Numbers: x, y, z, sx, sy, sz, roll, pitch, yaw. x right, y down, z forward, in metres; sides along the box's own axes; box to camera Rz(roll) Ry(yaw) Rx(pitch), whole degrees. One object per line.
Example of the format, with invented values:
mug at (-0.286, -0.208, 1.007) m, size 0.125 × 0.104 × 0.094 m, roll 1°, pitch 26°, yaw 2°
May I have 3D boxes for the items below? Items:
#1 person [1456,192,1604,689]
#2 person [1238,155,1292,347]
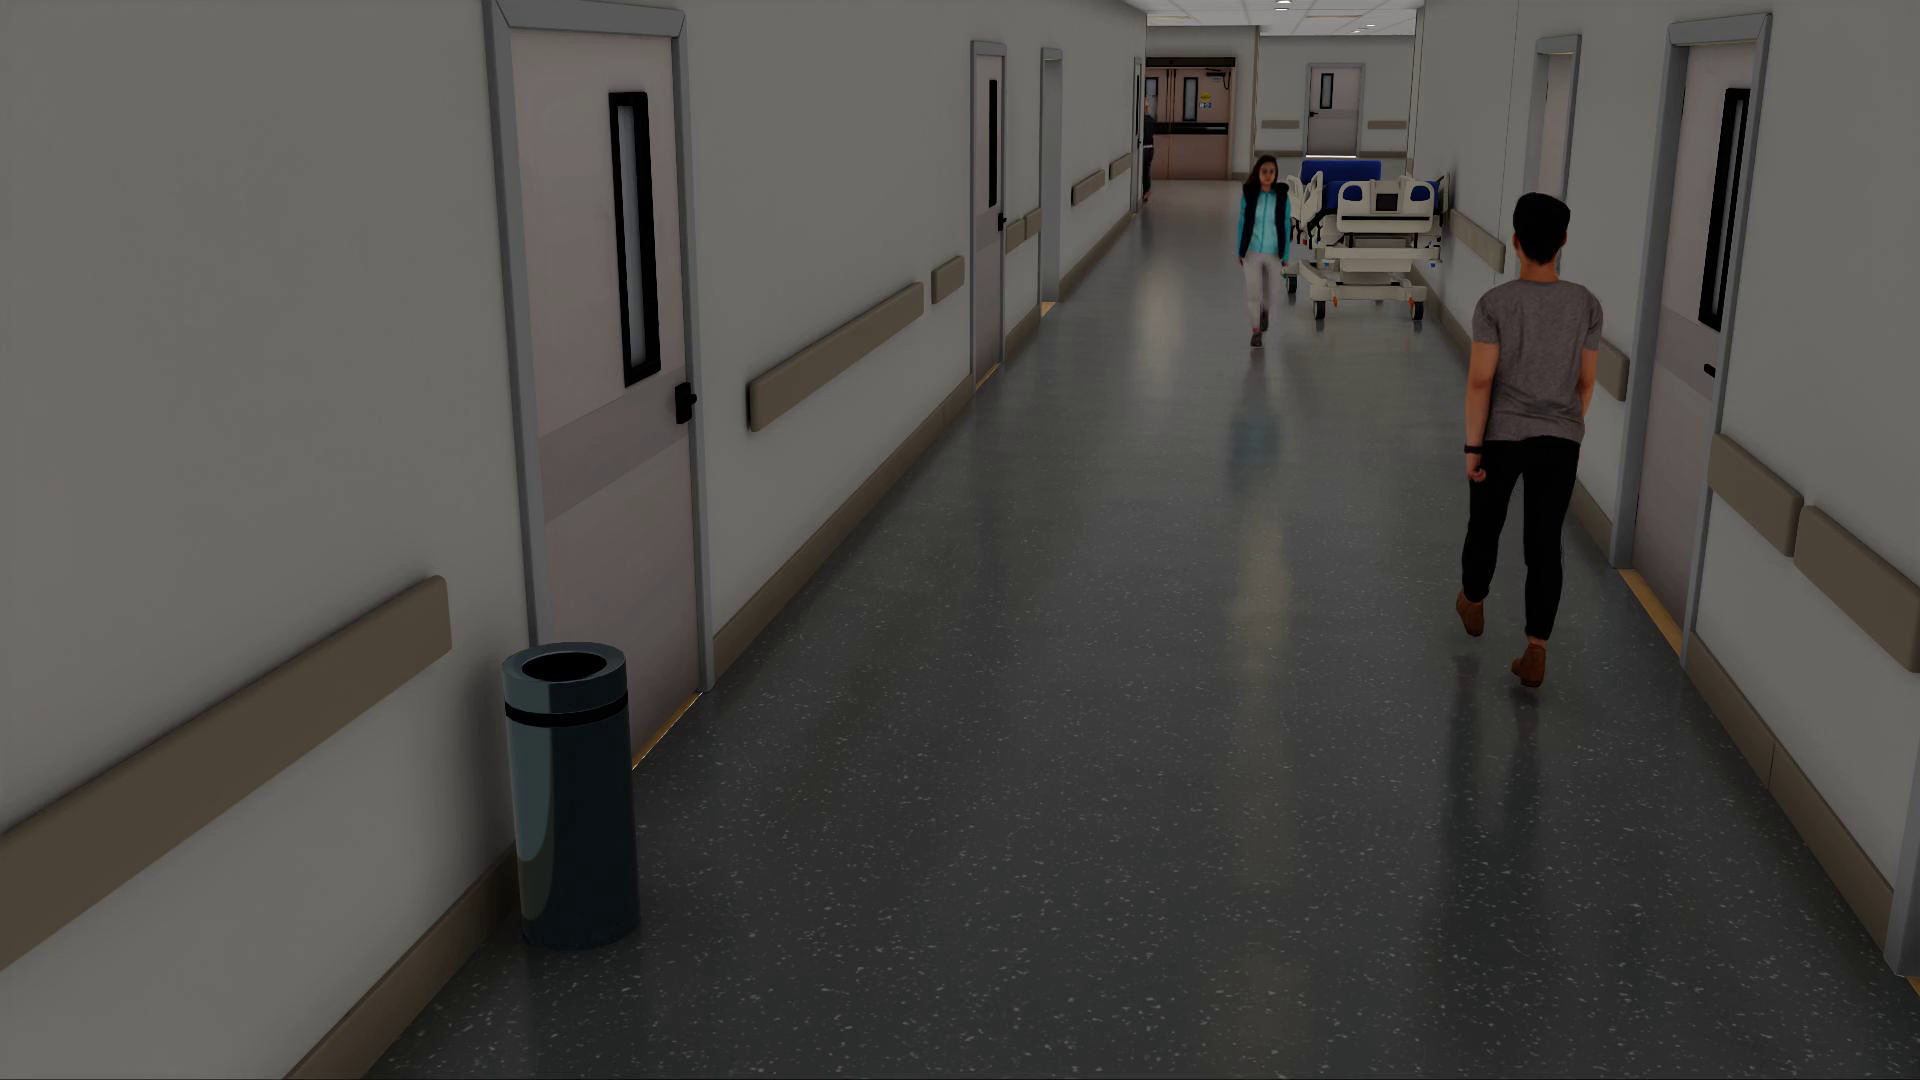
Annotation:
person at (1.994, -0.315, 5.818) m, size 1.002 × 1.680 × 0.658 m, roll 3°, pitch 16°, yaw 10°
person at (2.393, -2.292, 13.195) m, size 0.796 × 1.482 × 0.675 m, roll 1°, pitch 16°, yaw 4°
